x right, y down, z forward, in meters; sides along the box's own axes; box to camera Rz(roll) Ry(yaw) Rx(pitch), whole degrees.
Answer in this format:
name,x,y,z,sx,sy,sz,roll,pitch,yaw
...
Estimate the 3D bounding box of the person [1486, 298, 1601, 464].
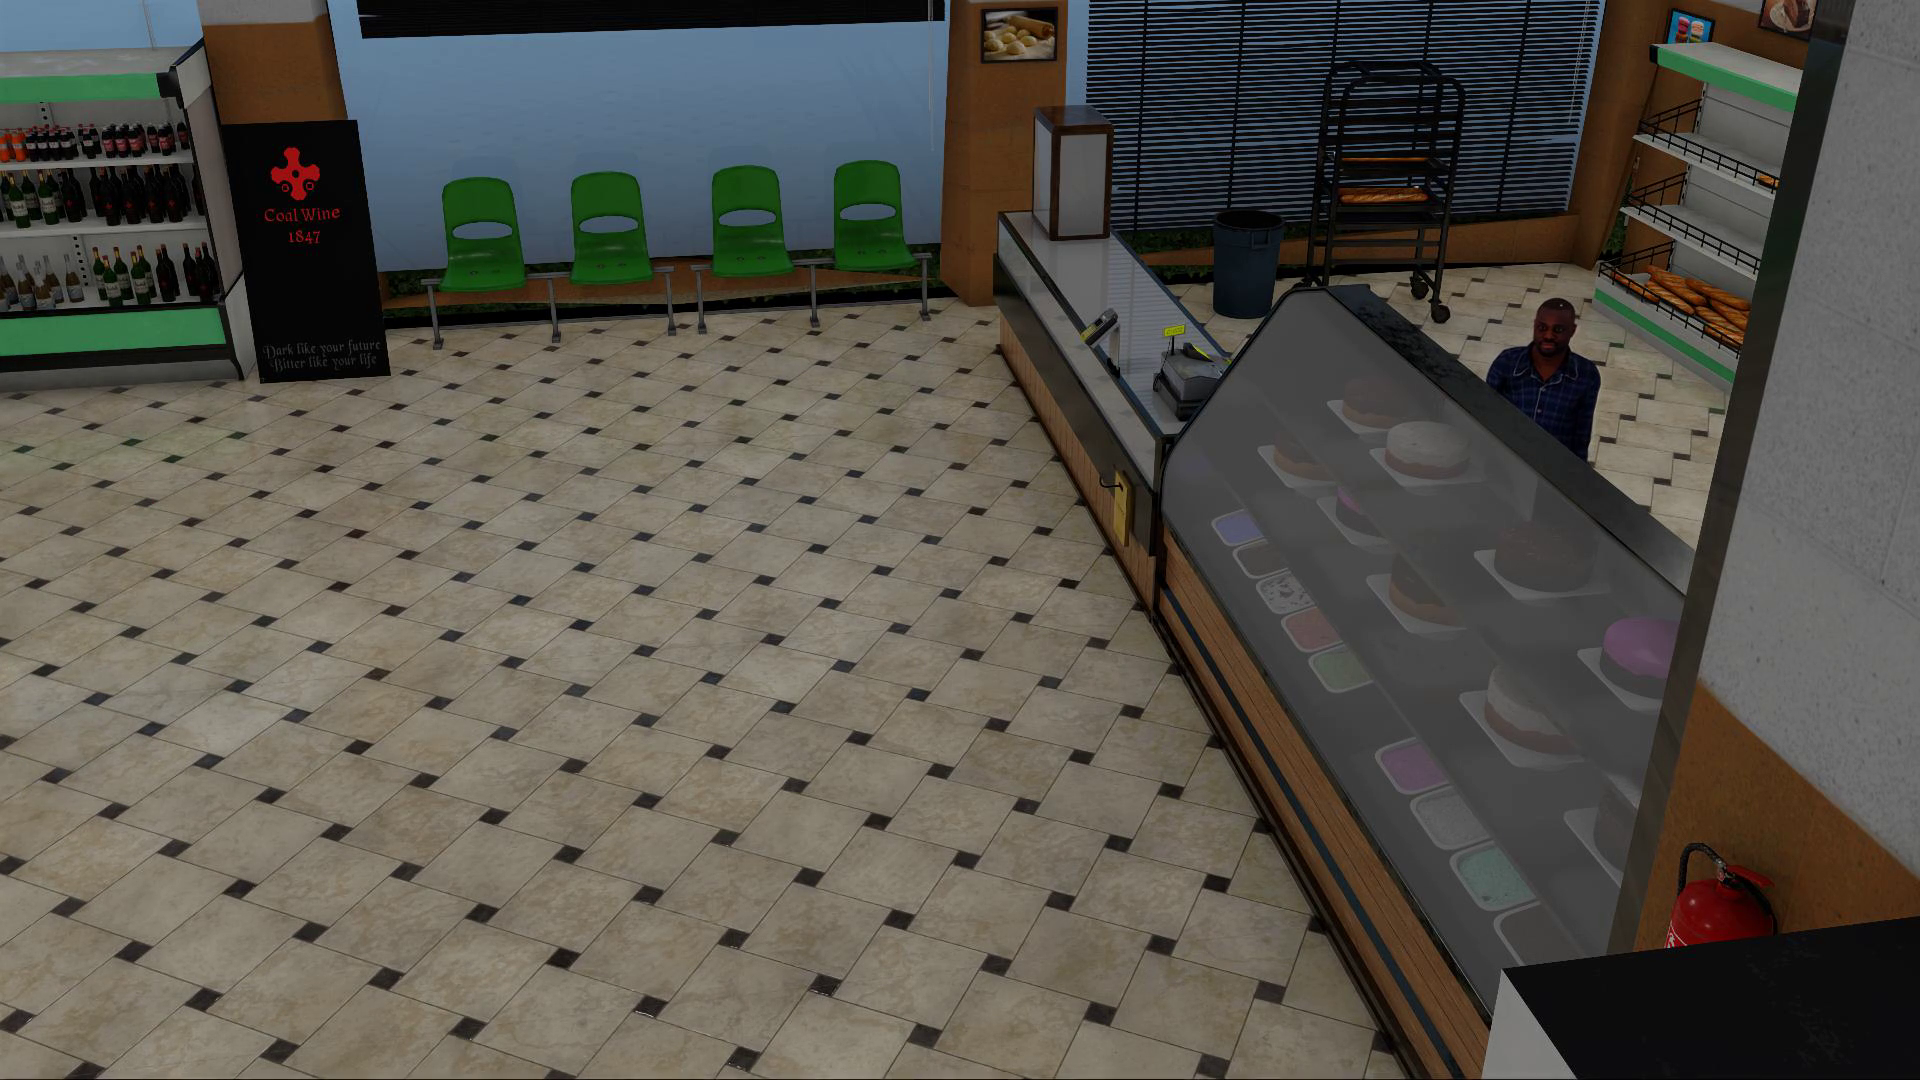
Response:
name,x,y,z,sx,sy,sz,roll,pitch,yaw
person,2.579,-0.234,7.590,0.727,1.824,0.832,9,28,18
